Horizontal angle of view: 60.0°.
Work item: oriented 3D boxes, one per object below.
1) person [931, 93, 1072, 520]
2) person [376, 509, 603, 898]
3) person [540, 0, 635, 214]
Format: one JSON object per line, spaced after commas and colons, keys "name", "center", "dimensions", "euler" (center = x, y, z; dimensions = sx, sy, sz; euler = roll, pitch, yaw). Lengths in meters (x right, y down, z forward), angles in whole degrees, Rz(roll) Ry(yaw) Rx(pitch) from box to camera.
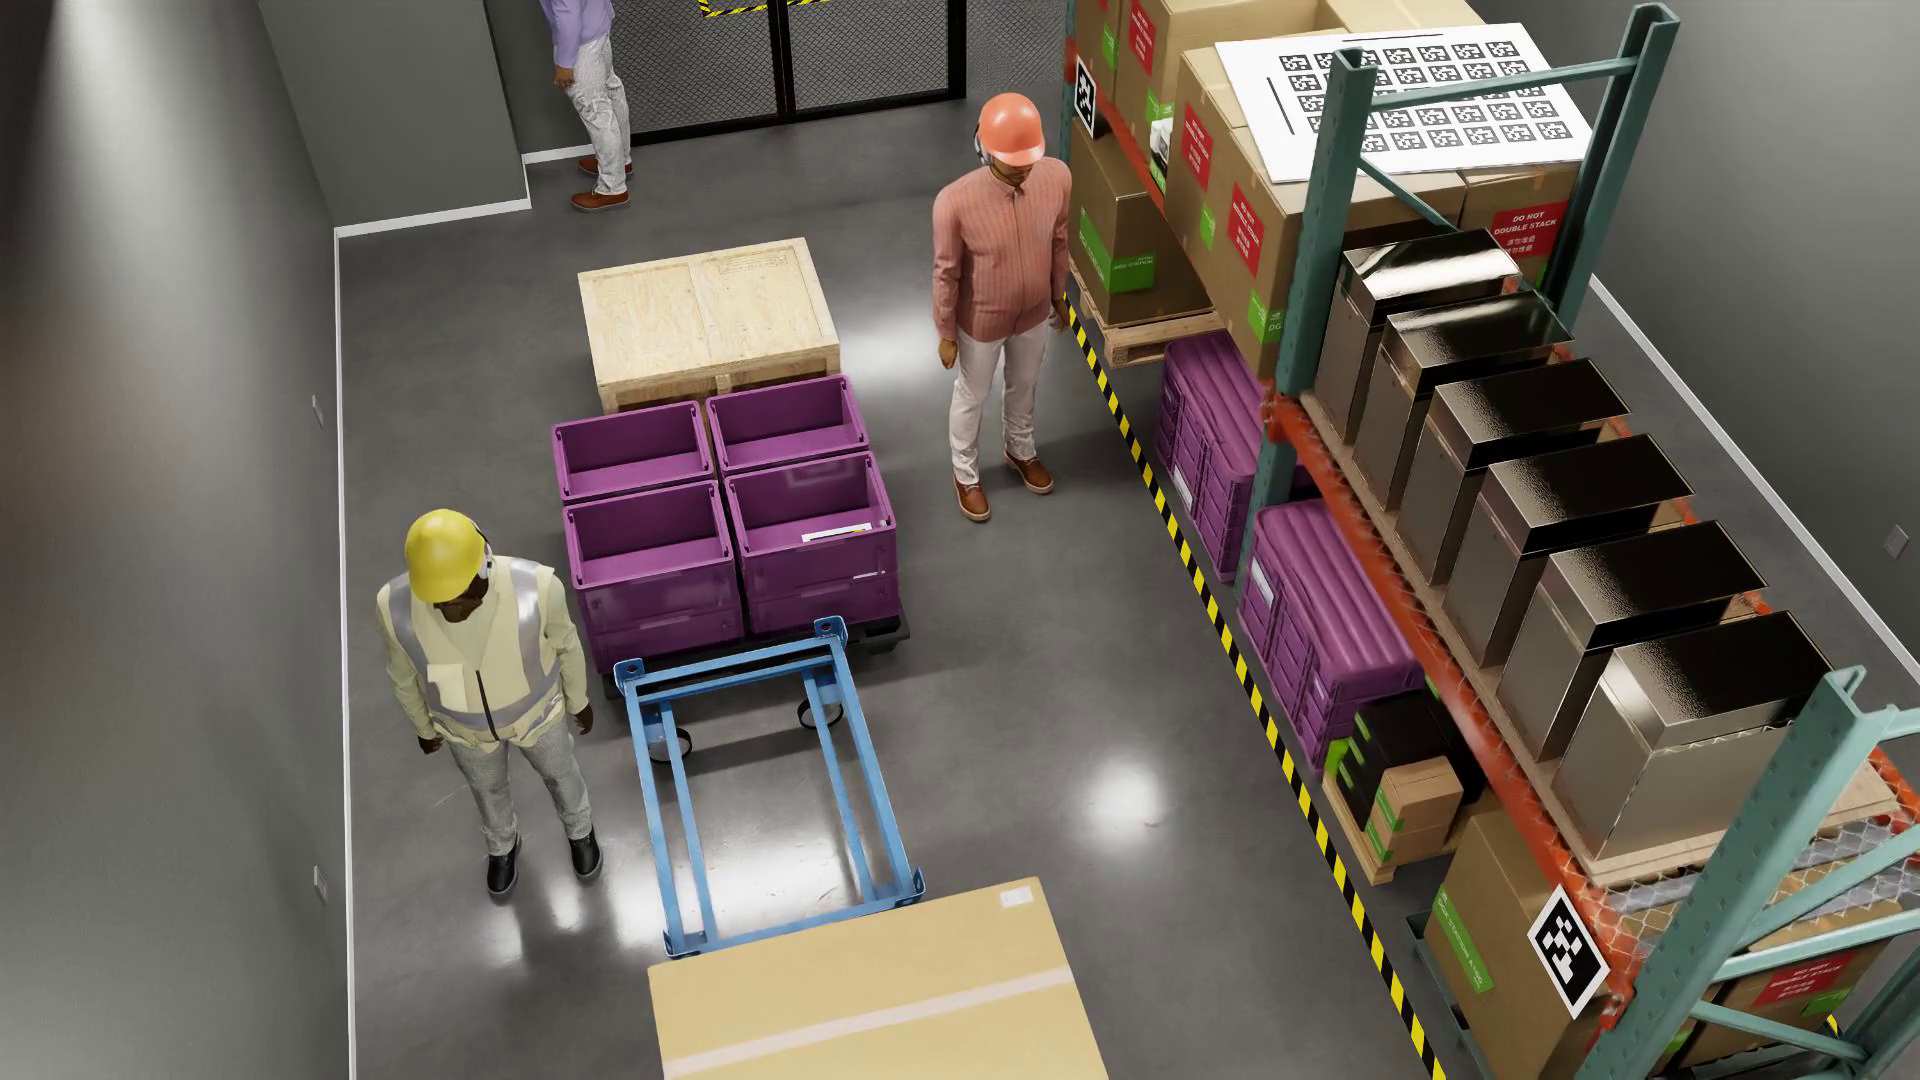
{"name": "person", "center": [0.178, -0.920, 6.694], "dimensions": [0.622, 1.993, 0.382], "euler": [-23, 51, -20]}
{"name": "person", "center": [-1.510, 0.552, 5.450], "dimensions": [0.599, 1.830, 0.404], "euler": [-9, 48, -8]}
{"name": "person", "center": [-1.887, -2.508, 8.192], "dimensions": [0.371, 1.938, 0.627], "euler": [1, 47, 1]}
